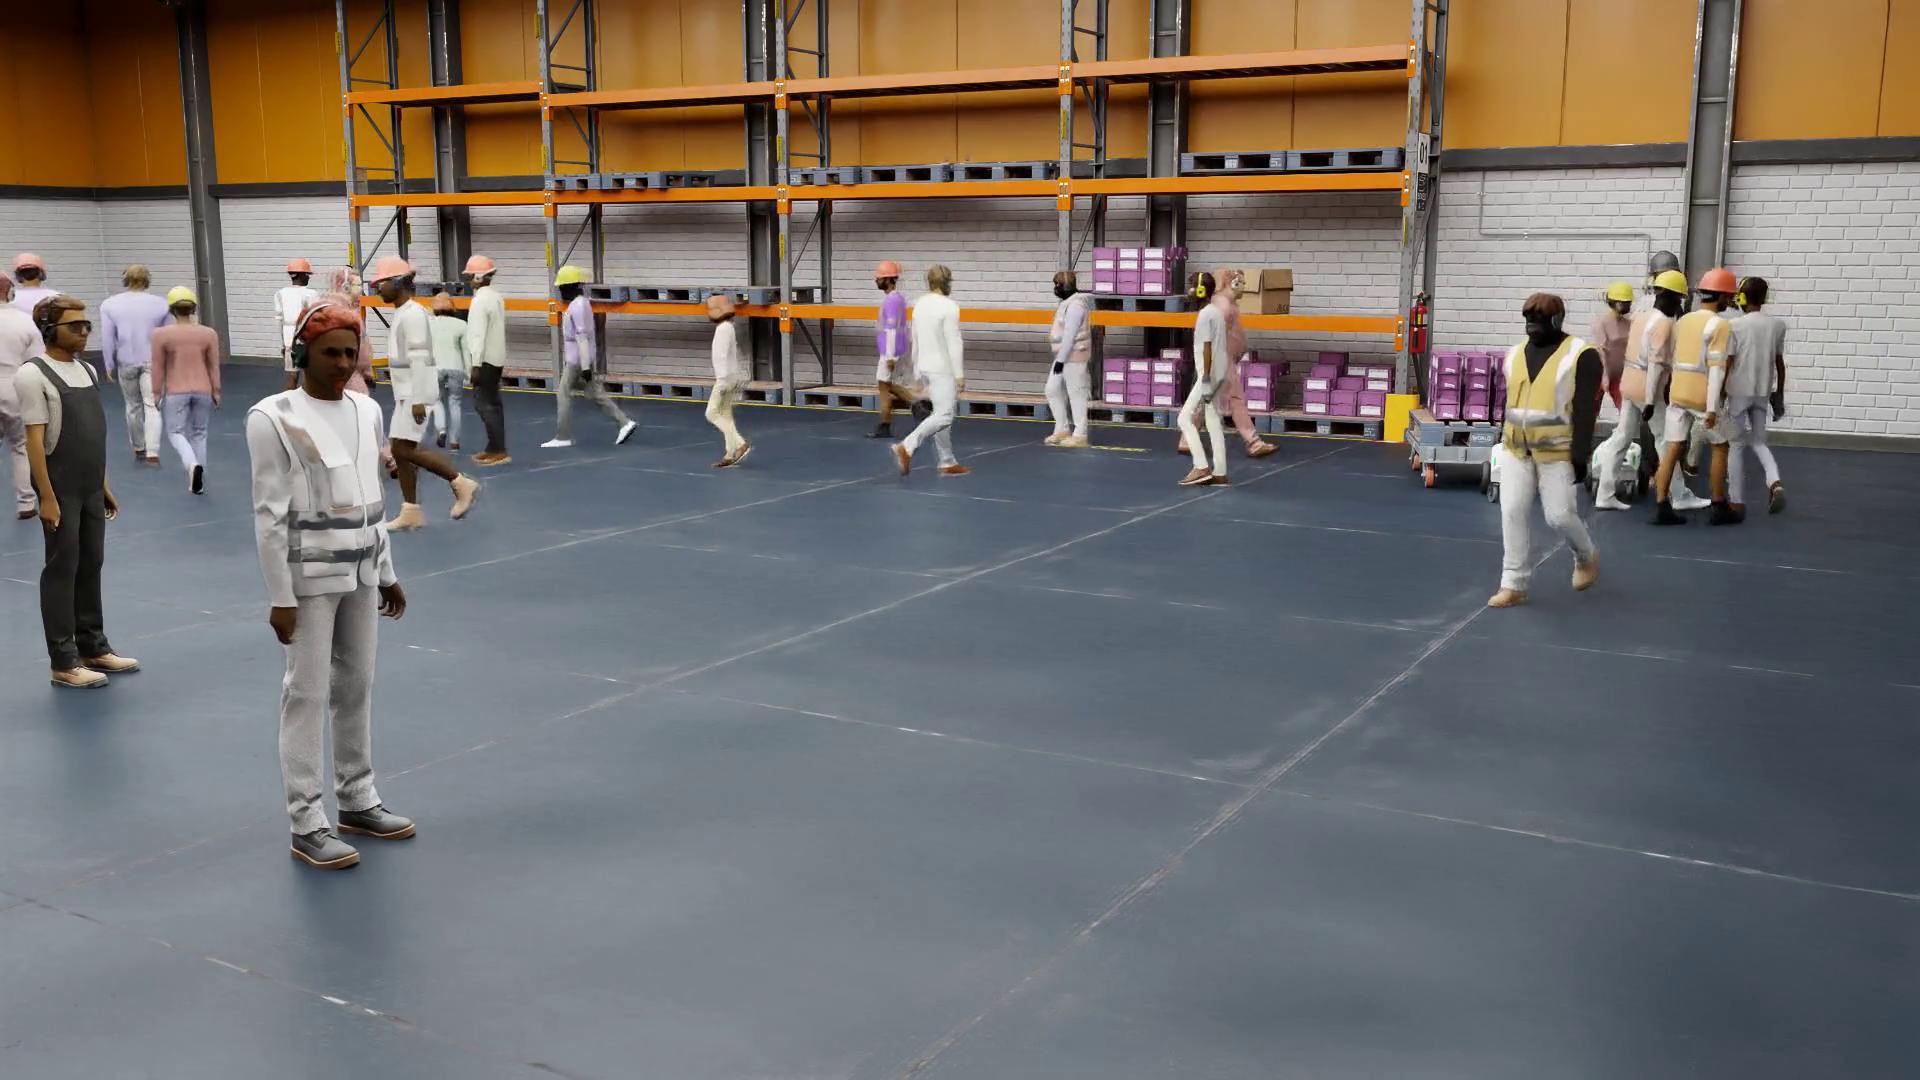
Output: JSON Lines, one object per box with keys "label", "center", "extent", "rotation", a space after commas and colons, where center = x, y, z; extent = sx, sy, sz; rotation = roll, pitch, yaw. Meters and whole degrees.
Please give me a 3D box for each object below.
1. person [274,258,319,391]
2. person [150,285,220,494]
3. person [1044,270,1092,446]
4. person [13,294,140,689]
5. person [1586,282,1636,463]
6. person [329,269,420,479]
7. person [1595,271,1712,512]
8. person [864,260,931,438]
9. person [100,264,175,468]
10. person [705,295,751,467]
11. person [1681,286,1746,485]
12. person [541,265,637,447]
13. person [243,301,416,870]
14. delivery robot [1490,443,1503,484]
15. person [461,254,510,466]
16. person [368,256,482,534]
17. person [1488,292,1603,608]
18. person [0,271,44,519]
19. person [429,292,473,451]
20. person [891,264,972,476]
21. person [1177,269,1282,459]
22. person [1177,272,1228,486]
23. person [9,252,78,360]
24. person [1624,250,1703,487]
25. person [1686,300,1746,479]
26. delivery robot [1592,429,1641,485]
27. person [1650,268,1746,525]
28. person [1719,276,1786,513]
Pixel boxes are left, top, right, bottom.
{"label": "person", "center": [-7.590, -2.277, 19.190], "extent": [0.548, 1.934, 0.374], "rotation": [2, 10, 11]}
{"label": "person", "center": [-6.346, -1.217, 13.697], "extent": [0.531, 1.746, 0.606], "rotation": [-8, 13, -38]}
{"label": "person", "center": [1.082, -1.865, 17.204], "extent": [0.574, 1.820, 0.623], "rotation": [-2, 10, -9]}
{"label": "person", "center": [-4.181, -0.231, 7.855], "extent": [0.345, 1.847, 0.508], "rotation": [1, 10, 4]}
{"label": "person", "center": [5.997, -1.471, 15.185], "extent": [0.534, 1.733, 0.793], "rotation": [-5, 11, -27]}
{"label": "person", "center": [-5.273, -1.446, 14.671], "extent": [0.967, 1.856, 0.681], "rotation": [-2, 10, -13]}
{"label": "person", "center": [5.423, -1.138, 12.906], "extent": [0.943, 1.867, 0.613], "rotation": [0, 10, -2]}
{"label": "person", "center": [-0.701, -2.044, 17.901], "extent": [0.630, 1.926, 0.558], "rotation": [1, 10, 6]}
{"label": "person", "center": [-7.765, -1.660, 15.815], "extent": [0.637, 1.886, 0.983], "rotation": [-3, 11, -19]}
{"label": "person", "center": [-2.213, -1.470, 15.508], "extent": [0.346, 1.614, 0.519], "rotation": [0, 10, -2]}
{"label": "person", "center": [6.692, -1.408, 14.633], "extent": [0.542, 1.811, 0.991], "rotation": [2, 10, 10]}
{"label": "person", "center": [-3.851, -1.888, 17.181], "extent": [0.938, 1.882, 0.577], "rotation": [-1, 10, -4]}
{"label": "person", "center": [-2.118, 0.145, 5.623], "extent": [0.354, 1.883, 0.572], "rotation": [4, 11, 21]}
{"label": "delivery robot", "center": [4.509, -0.639, 13.554], "extent": [0.477, 0.478, 0.707], "rotation": [3, 11, 17]}
{"label": "person", "center": [-4.502, -1.701, 15.777], "extent": [0.397, 1.998, 0.617], "rotation": [1, 10, 4]}
{"label": "person", "center": [-3.919, -1.054, 12.086], "extent": [0.686, 1.995, 0.710], "rotation": [-6, 12, -30]}
{"label": "person", "center": [3.401, -0.522, 9.591], "extent": [0.729, 1.814, 0.622], "rotation": [-9, 13, -41]}
{"label": "person", "center": [-7.162, -1.061, 12.425], "extent": [0.648, 1.888, 0.651], "rotation": [-4, 11, -20]}
{"label": "person", "center": [-5.177, -1.685, 16.735], "extent": [0.544, 1.610, 0.456], "rotation": [-3, 10, -17]}
{"label": "person", "center": [-0.249, -1.483, 14.748], "extent": [0.793, 1.922, 0.639], "rotation": [-5, 11, -28]}
{"label": "person", "center": [2.621, -1.714, 16.254], "extent": [1.031, 1.845, 0.663], "rotation": [1, 10, 8]}
{"label": "person", "center": [2.089, -1.372, 14.316], "extent": [0.544, 1.842, 0.532], "rotation": [5, 11, 25]}
{"label": "person", "center": [-8.551, -1.655, 15.455], "extent": [0.638, 2.015, 0.617], "rotation": [-2, 10, -12]}
{"label": "person", "center": [6.022, -1.479, 14.370], "extent": [0.676, 2.000, 0.536], "rotation": [-4, 11, -23]}
{"label": "person", "center": [6.698, -1.364, 14.907], "extent": [0.530, 1.617, 0.656], "rotation": [-7, 12, -36]}
{"label": "delivery robot", "center": [5.416, -0.668, 13.709], "extent": [0.477, 0.478, 0.707], "rotation": [4, 11, 24]}
{"label": "person", "center": [5.527, -1.043, 12.298], "extent": [0.831, 1.902, 0.567], "rotation": [-4, 11, -21]}
{"label": "person", "center": [6.079, -1.088, 12.721], "extent": [0.517, 1.847, 0.585], "rotation": [-1, 10, -6]}
